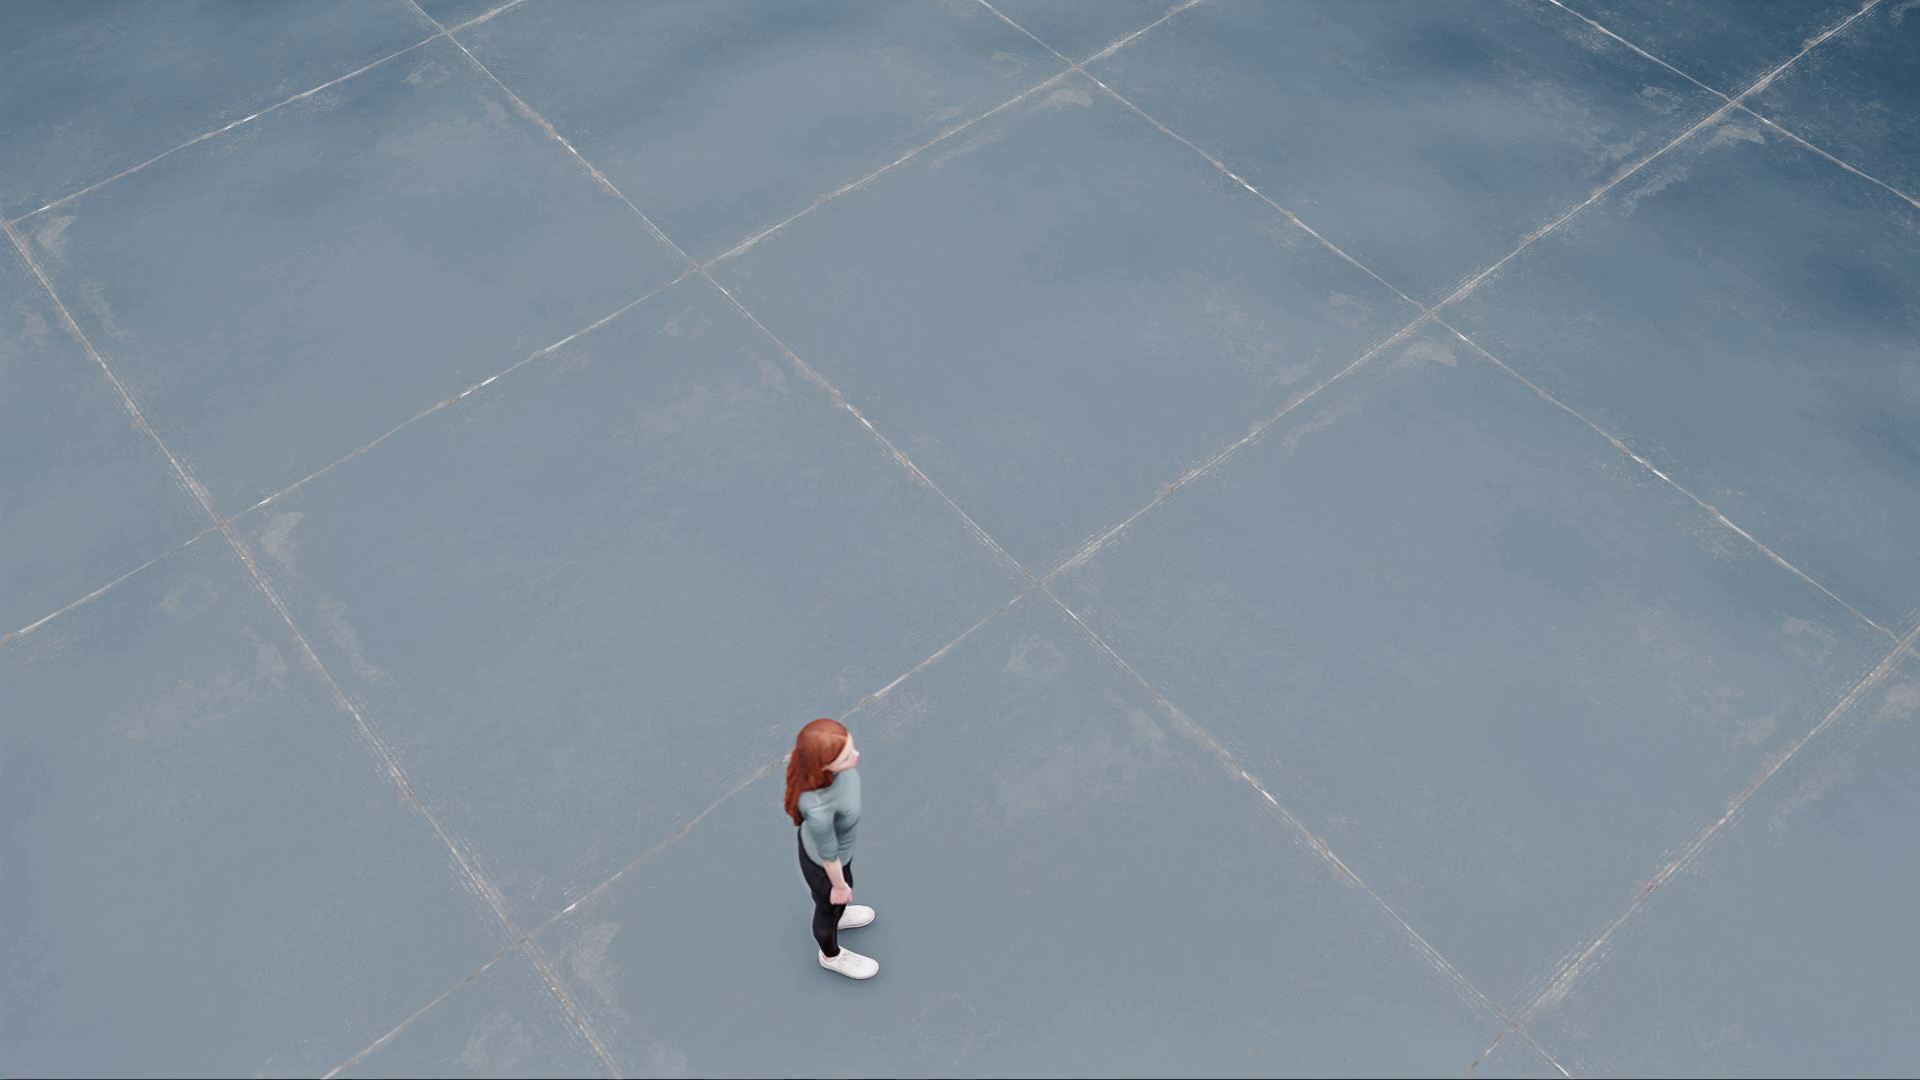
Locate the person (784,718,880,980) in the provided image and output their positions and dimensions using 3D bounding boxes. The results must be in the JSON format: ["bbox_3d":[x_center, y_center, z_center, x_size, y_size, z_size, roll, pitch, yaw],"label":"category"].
[{"bbox_3d":[-0.507,1.198,6.513,0.704,1.742,0.670,-2,52,-2],"label":"person"}]
